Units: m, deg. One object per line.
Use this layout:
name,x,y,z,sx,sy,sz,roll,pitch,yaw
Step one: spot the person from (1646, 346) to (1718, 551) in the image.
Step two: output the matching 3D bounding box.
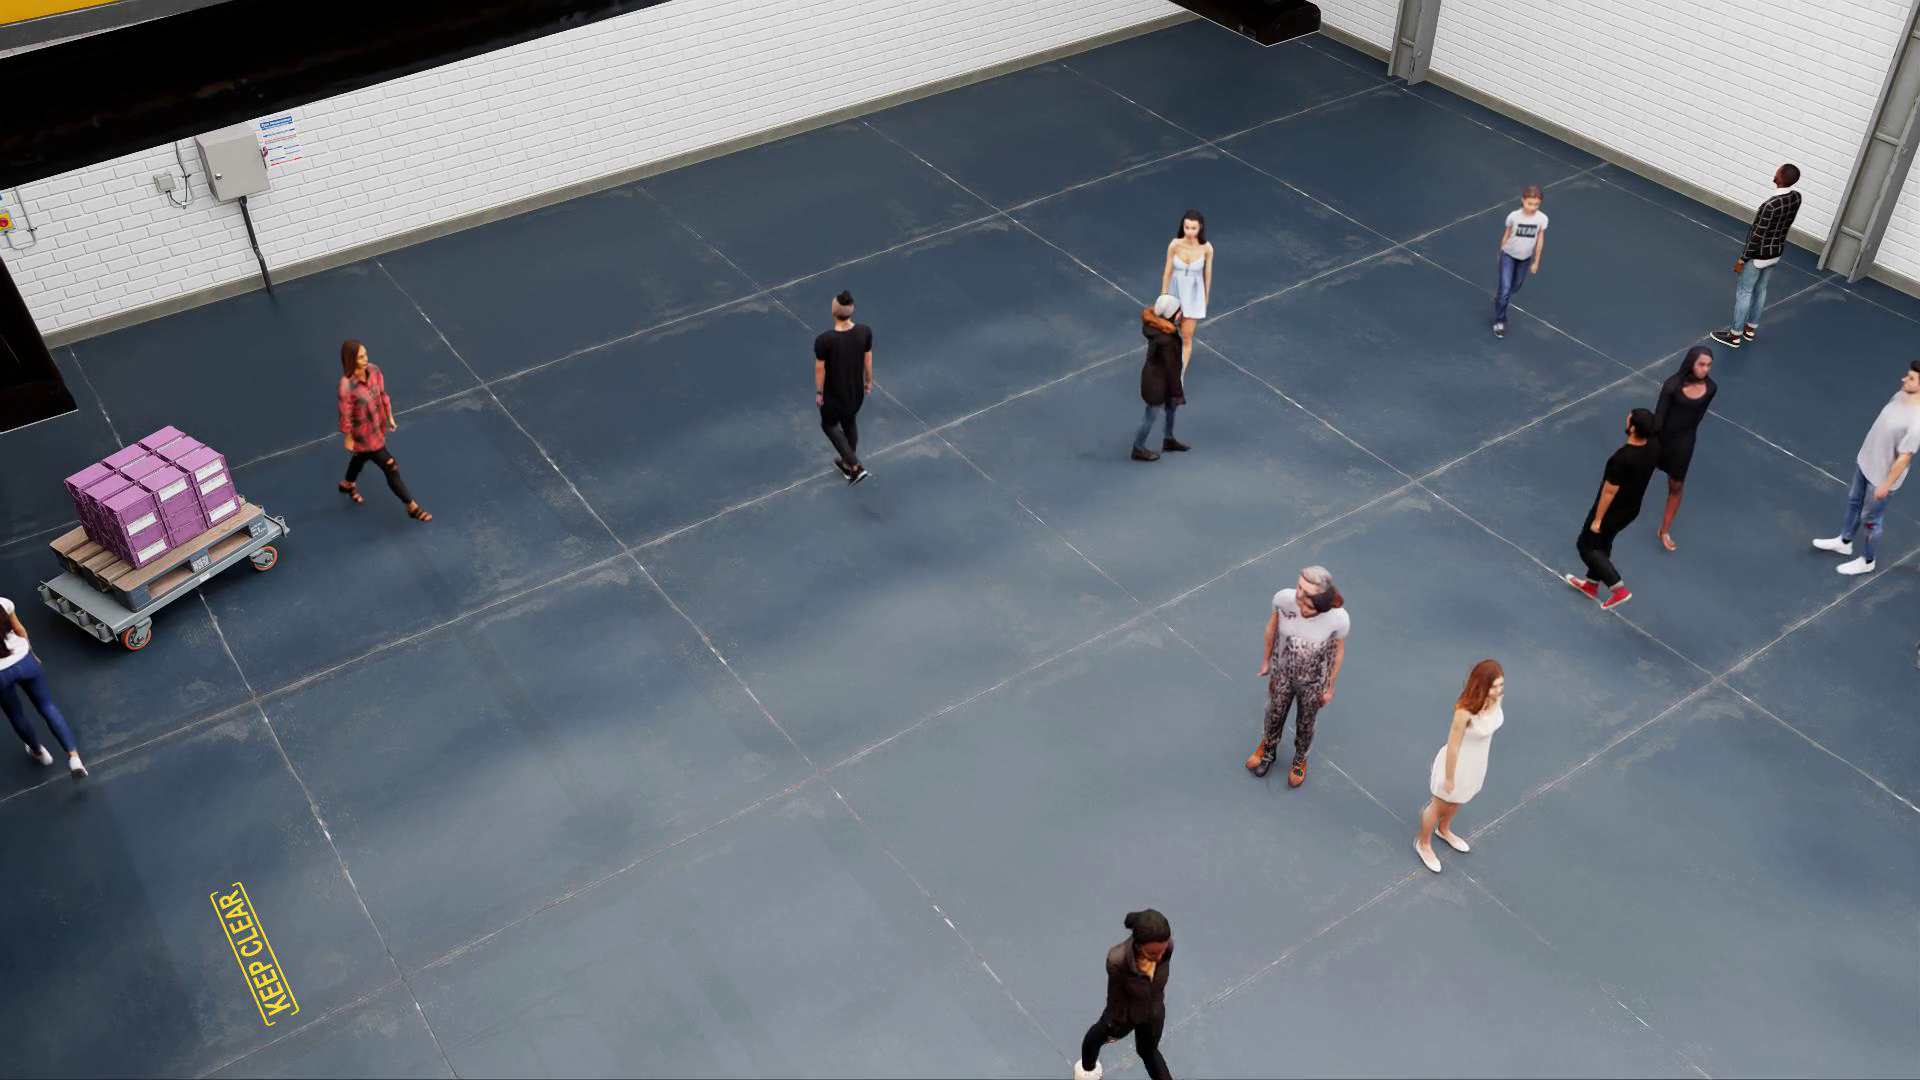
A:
person,5.642,-0.843,13.340,1.053,1.680,1.256,-1,39,-1

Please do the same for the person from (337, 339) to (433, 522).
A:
person,-4.841,-0.890,13.418,1.205,1.655,1.048,12,40,15

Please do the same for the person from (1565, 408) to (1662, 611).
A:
person,4.969,-0.186,12.466,0.632,1.743,0.816,-24,45,-27

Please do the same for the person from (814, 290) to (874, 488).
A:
person,-0.926,-1.211,13.663,0.709,1.852,0.844,-21,43,-24

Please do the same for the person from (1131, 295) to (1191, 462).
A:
person,1.612,-1.341,14.013,0.899,1.618,0.849,1,39,1

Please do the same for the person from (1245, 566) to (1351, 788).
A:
person,2.266,0.865,11.081,0.661,1.828,0.824,20,43,24

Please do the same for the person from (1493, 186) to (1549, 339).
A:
person,5.269,-2.725,15.821,0.901,1.524,0.968,6,39,8

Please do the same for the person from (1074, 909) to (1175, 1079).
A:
person,0.994,2.660,8.991,1.024,1.632,0.658,-24,44,-27

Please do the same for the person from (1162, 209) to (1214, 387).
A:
person,2.052,-2.246,15.099,1.125,1.677,1.143,9,39,11

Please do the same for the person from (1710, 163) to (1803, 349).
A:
person,7.484,-2.654,15.494,0.680,1.821,0.580,-19,42,-22

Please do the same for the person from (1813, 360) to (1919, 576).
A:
person,7.146,-0.572,12.823,0.855,1.901,0.781,3,39,4

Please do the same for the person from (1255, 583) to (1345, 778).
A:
person,2.270,0.939,11.081,0.617,1.714,0.714,16,41,19

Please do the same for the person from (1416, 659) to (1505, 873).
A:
person,3.180,1.378,10.535,0.556,1.709,0.522,-24,44,-27

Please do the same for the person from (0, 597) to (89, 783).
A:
person,-6.258,0.935,11.054,1.041,1.754,0.718,31,48,33
